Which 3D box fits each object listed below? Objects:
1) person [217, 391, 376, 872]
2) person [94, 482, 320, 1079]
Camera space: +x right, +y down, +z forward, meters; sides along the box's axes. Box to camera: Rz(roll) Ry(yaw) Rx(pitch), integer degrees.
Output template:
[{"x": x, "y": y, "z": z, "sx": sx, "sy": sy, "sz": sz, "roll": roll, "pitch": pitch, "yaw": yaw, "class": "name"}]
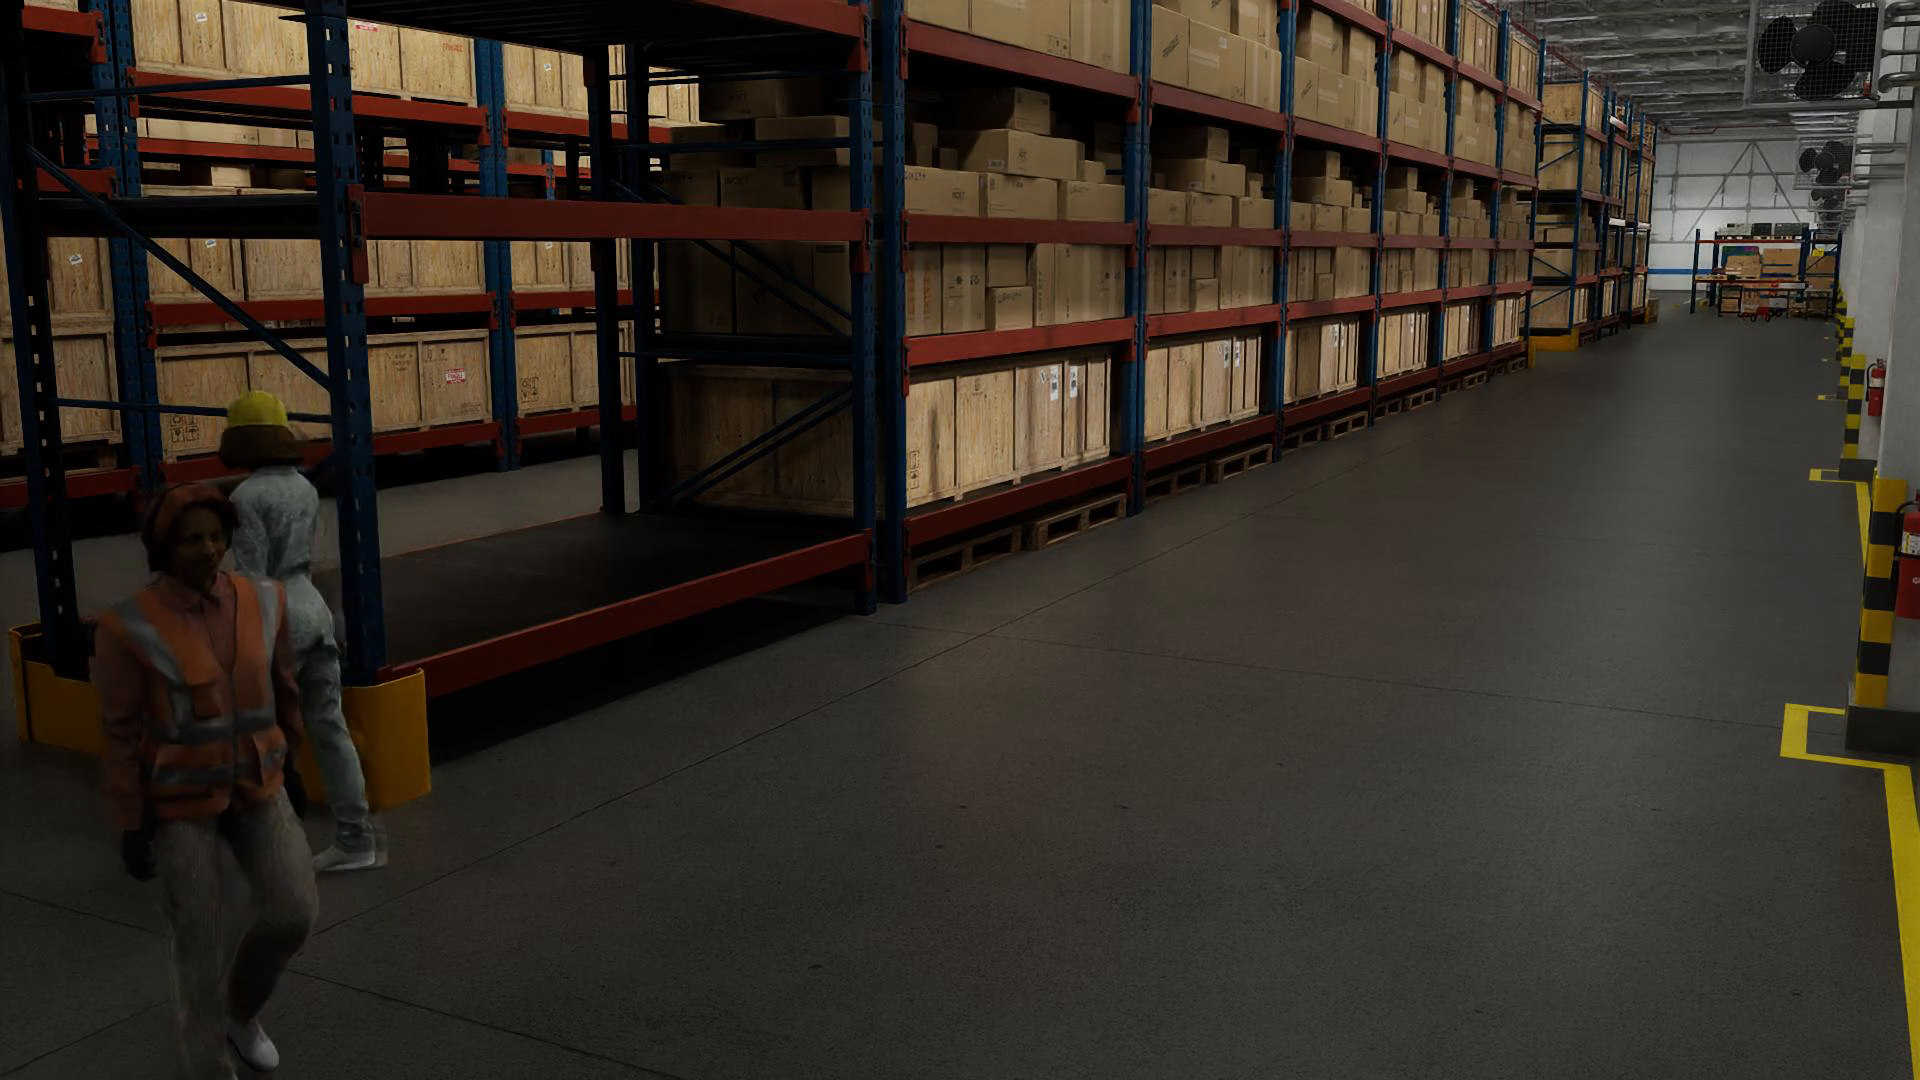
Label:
[{"x": -2.466, "y": 0.330, "z": 5.868, "sx": 0.877, "sy": 1.687, "sz": 0.524, "roll": 2, "pitch": 10, "yaw": 9, "class": "person"}, {"x": -1.860, "y": 0.659, "z": 4.159, "sx": 0.375, "sy": 1.624, "sz": 0.536, "roll": 7, "pitch": 12, "yaw": 36, "class": "person"}]
